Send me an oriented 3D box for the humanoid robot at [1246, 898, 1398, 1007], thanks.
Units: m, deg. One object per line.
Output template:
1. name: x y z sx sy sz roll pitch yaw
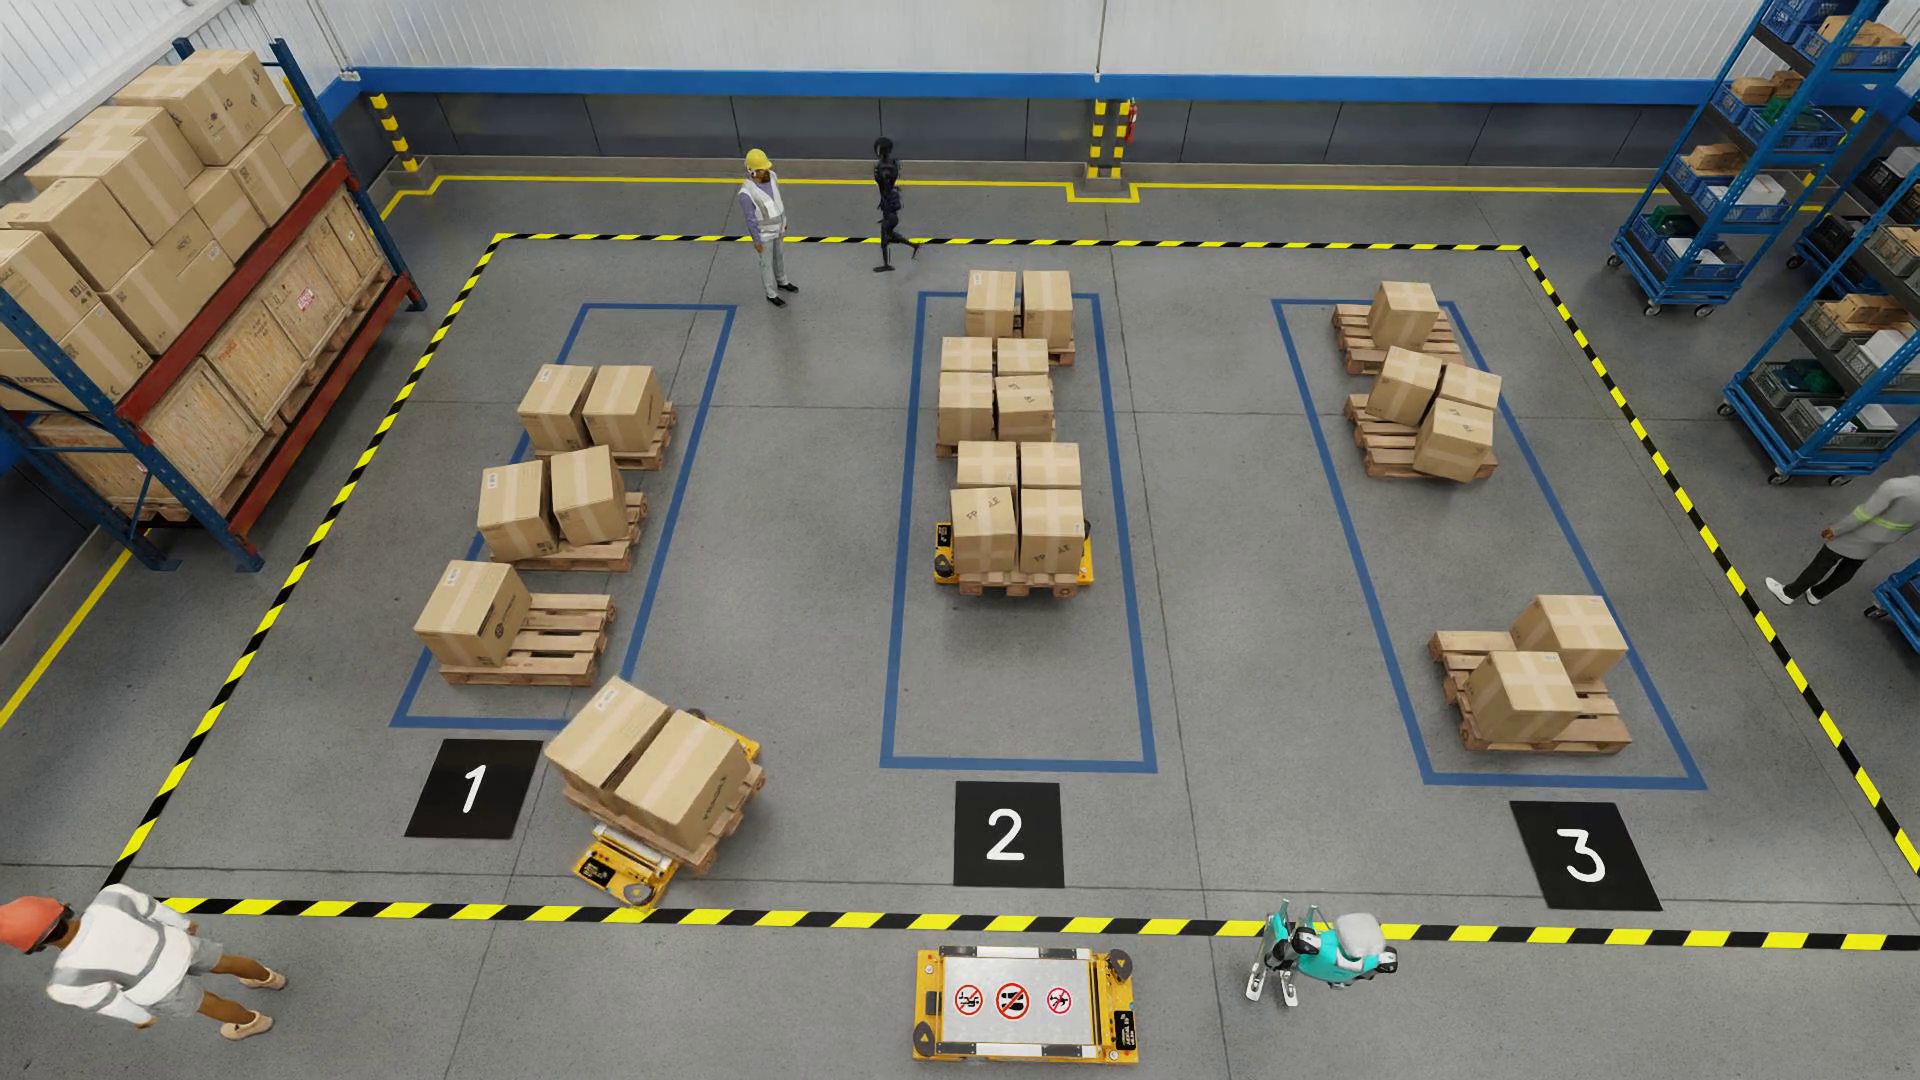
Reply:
1. humanoid robot: 2.115 2.379 5.514 0.533 1.674 0.735 10 52 8

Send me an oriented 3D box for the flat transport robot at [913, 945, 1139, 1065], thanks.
1. flat transport robot: 0.422 3.041 6.007 1.431 0.231 0.659 1 51 1

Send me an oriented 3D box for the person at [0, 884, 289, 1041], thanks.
1. person: -4.680 2.486 5.321 0.389 2.036 0.604 -1 51 -1

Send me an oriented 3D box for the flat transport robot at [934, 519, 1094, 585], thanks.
1. flat transport robot: 0.490 0.087 8.397 1.431 0.197 0.652 1 51 1

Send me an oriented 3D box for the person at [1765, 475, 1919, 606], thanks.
1. person: 7.486 -0.104 7.549 0.596 1.851 0.384 3 51 2

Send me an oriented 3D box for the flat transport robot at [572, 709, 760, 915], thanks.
1. flat transport robot: -2.177 1.973 6.859 0.652 0.197 1.431 21 54 16

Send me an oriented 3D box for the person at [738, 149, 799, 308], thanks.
1. person: -2.150 -3.514 10.338 0.404 1.837 0.590 20 54 16

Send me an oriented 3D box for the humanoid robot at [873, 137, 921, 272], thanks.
1. humanoid robot: -0.773 -3.921 10.782 0.581 1.642 0.594 -7 51 -6
